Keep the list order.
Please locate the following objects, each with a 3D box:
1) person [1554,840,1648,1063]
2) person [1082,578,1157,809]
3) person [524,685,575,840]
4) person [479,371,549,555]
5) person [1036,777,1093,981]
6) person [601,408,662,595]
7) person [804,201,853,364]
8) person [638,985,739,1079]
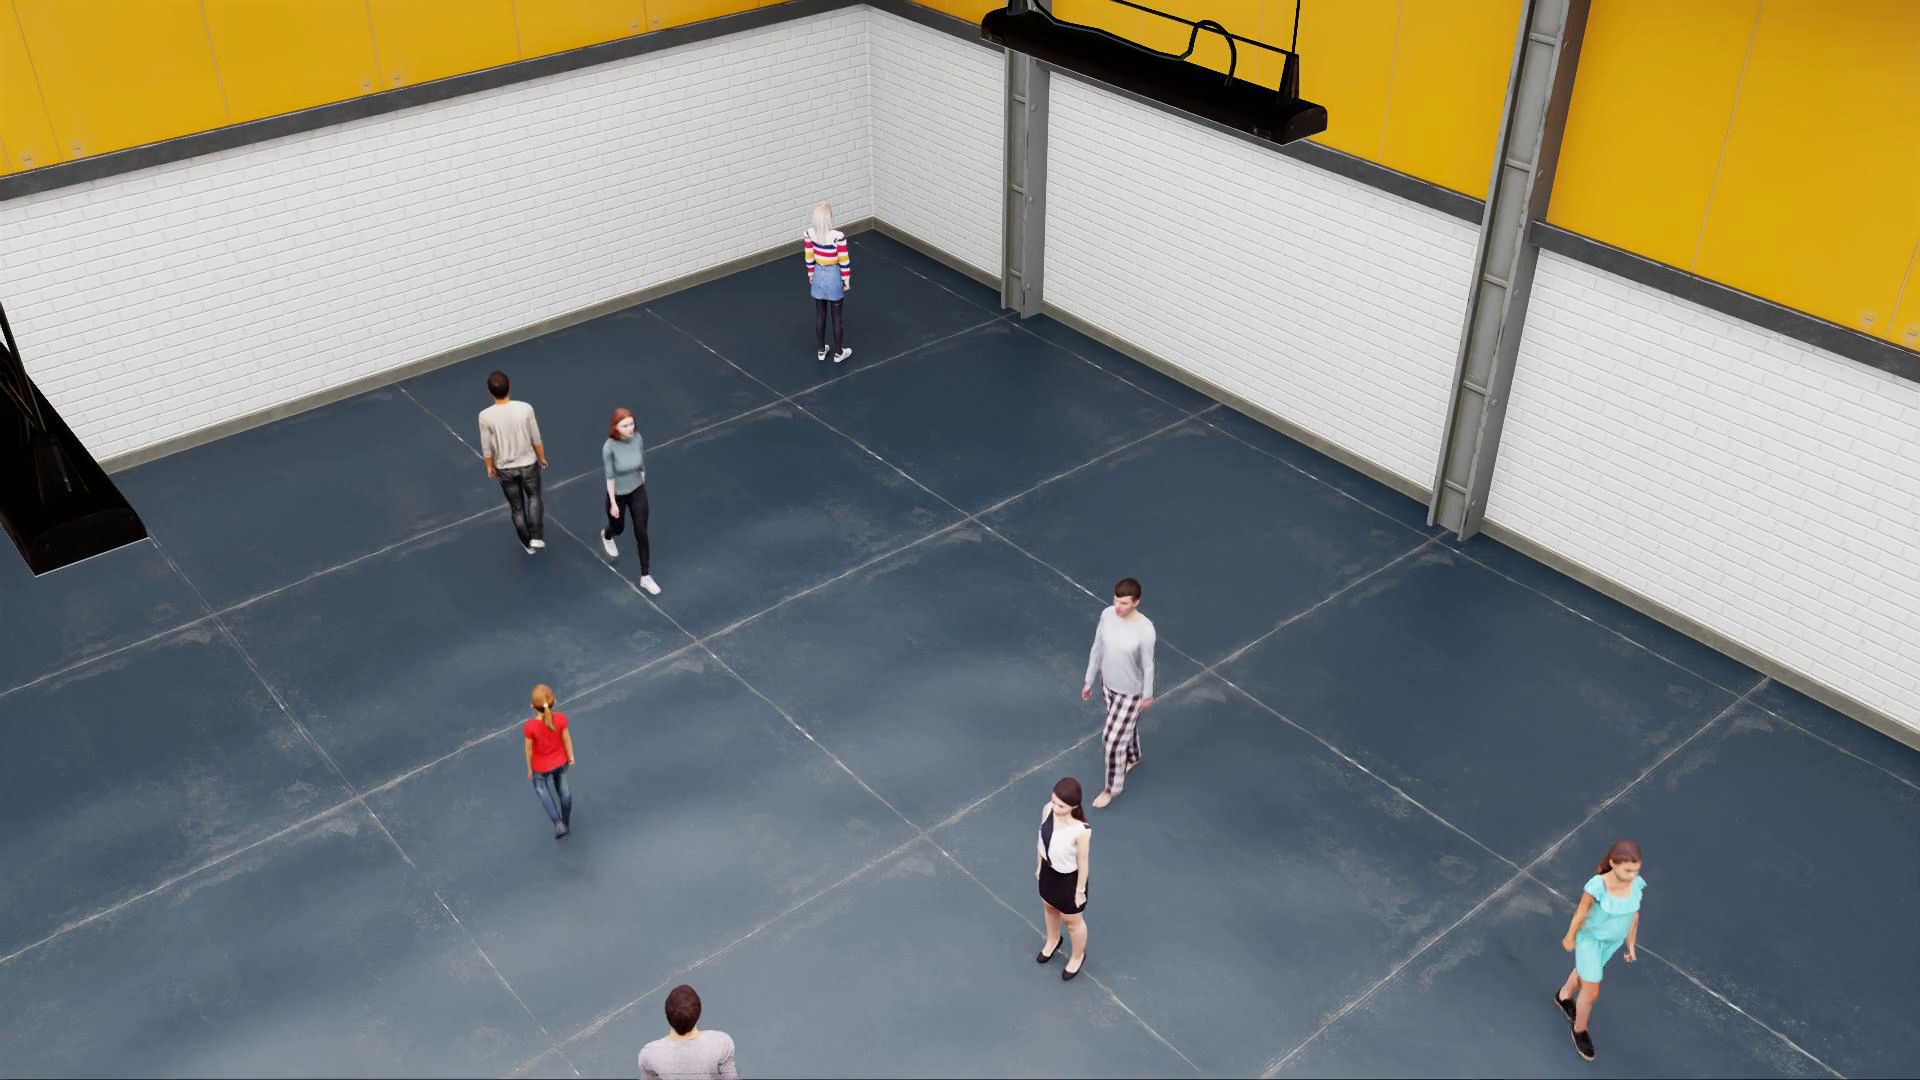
[{"bbox_3d":[3.888,2.388,10.215,0.730,1.543,0.854,-8,34,-12],"label":"person"},{"bbox_3d":[1.235,1.003,12.041,0.703,1.828,0.849,-27,42,-34],"label":"person"},{"bbox_3d":[-2.846,1.595,11.629,0.547,1.297,0.645,-17,37,-24],"label":"person"},{"bbox_3d":[-3.854,-0.618,14.498,0.789,1.807,0.805,-11,35,-16],"label":"person"},{"bbox_3d":[0.656,2.130,10.508,0.613,1.647,0.469,-28,42,-35],"label":"person"},{"bbox_3d":[-2.902,-0.384,14.230,0.588,1.713,1.104,-23,40,-31],"label":"person"},{"bbox_3d":[-1.411,-2.760,17.718,0.650,1.809,0.785,11,35,16],"label":"person"},{"bbox_3d":[-1.424,3.127,8.846,0.906,1.826,1.071,-8,34,-12],"label":"person"}]
